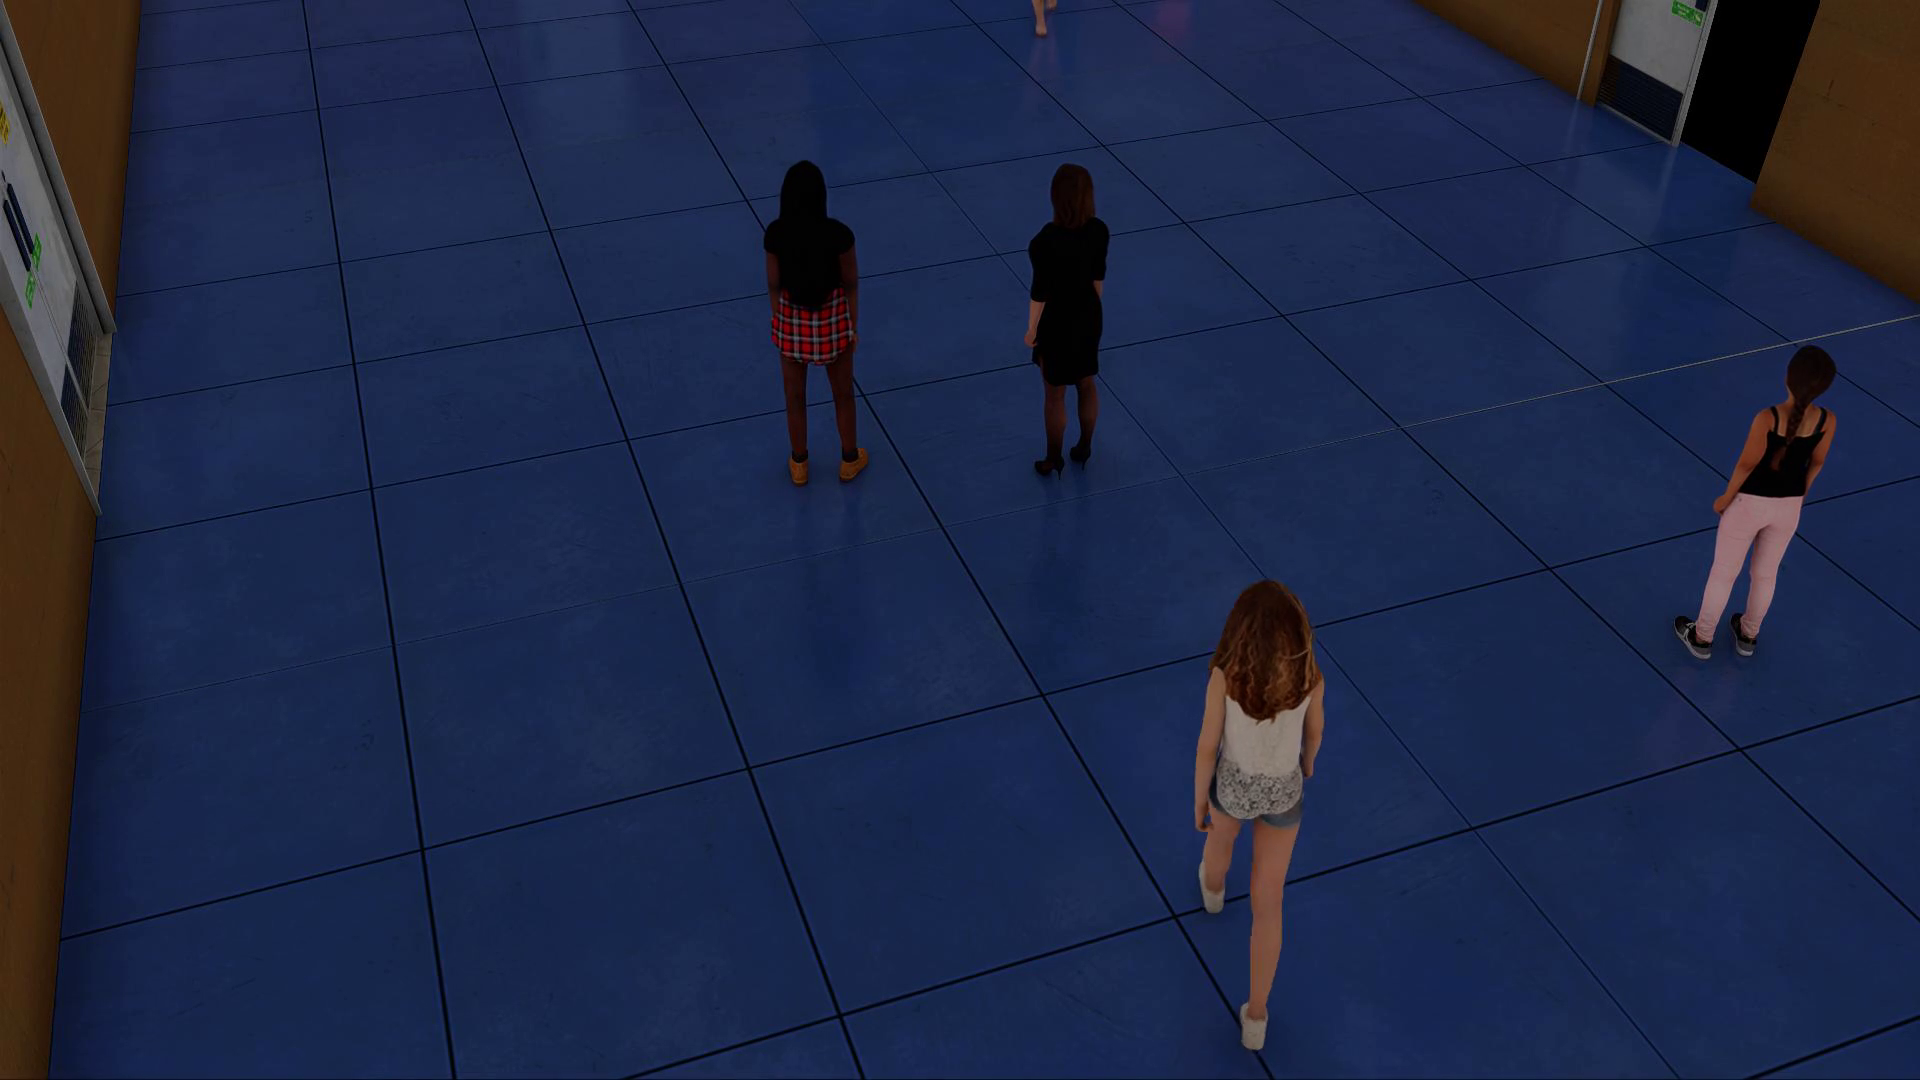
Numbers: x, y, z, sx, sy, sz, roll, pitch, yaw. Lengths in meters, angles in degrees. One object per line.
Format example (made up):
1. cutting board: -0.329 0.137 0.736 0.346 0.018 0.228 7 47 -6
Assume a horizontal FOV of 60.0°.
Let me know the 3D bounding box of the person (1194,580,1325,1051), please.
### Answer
1. person: 1.012 0.946 5.574 1.159 1.716 0.979 3 37 4

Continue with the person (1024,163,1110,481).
1. person: 0.538 -1.060 8.241 0.487 1.706 0.677 -19 41 -23

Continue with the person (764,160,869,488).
1. person: -0.722 -1.052 8.227 0.643 1.727 0.753 -1 37 -1

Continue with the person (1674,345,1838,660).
1. person: 3.464 -0.147 7.156 0.557 1.565 0.666 1 37 1
